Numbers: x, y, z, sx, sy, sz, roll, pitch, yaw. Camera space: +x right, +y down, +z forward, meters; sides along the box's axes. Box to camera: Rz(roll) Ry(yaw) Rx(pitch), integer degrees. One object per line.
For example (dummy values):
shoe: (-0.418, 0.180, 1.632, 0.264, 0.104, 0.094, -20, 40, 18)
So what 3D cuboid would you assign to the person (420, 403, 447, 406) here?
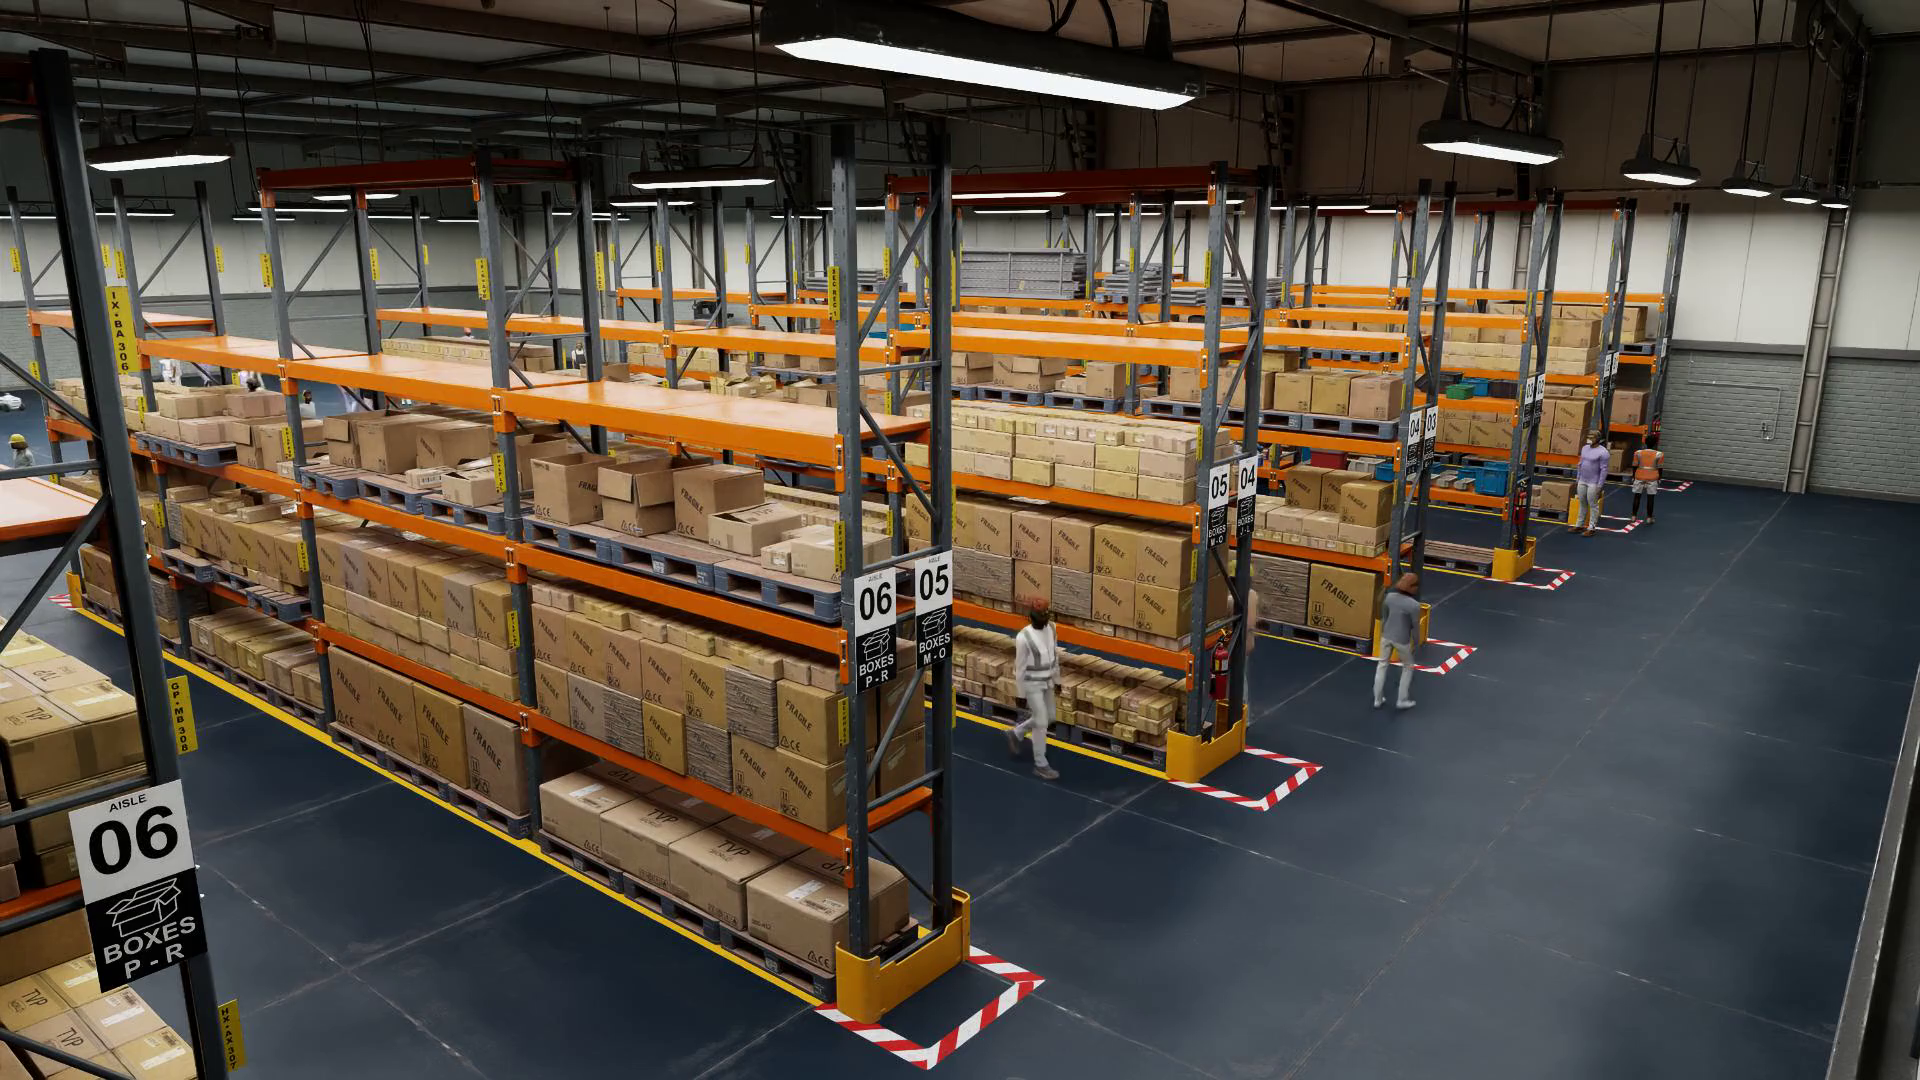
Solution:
person: (-12.553, -2.769, 30.136, 0.658, 1.870, 0.941, -11, 17, -38)

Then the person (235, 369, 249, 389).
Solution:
person: (-20.486, -4.203, 35.906, 0.407, 1.918, 0.554, -10, 17, -35)

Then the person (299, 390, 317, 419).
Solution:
person: (-15.126, -2.580, 29.361, 0.426, 1.861, 0.550, 3, 14, 13)

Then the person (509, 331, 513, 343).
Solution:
person: (-17.837, -7.482, 49.670, 0.946, 1.808, 0.629, 3, 14, 13)

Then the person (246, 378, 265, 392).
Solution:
person: (-17.936, -3.249, 32.195, 0.636, 1.819, 0.675, 4, 14, 18)

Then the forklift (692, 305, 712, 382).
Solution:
forklift: (-9.511, -7.392, 47.124, 1.873, 2.768, 1.129, 11, 17, 38)

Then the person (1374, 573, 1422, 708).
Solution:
person: (5.056, 1.165, 14.486, 0.479, 1.600, 0.500, -9, 16, -32)

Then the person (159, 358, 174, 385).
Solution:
person: (-26.006, -5.391, 41.429, 0.689, 1.617, 0.524, 12, 18, 40)

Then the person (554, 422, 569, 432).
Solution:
person: (-8.923, -2.364, 28.207, 0.392, 1.990, 0.612, 7, 15, 28)

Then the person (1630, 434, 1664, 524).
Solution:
person: (12.996, -1.152, 23.834, 0.535, 1.697, 0.318, 9, 16, 33)

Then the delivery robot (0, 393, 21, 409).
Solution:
delivery robot: (-29.569, -4.322, 39.144, 0.707, 0.478, 0.477, 6, 15, 23)

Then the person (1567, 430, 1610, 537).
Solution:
person: (11.444, -1.041, 22.872, 0.371, 1.941, 0.627, -4, 14, -17)

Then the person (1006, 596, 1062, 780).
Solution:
person: (0.757, 1.454, 12.764, 0.668, 1.866, 0.600, 11, 17, 37)

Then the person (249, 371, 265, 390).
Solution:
person: (-23.892, -5.779, 42.614, 0.545, 1.816, 0.970, 0, 14, 1)

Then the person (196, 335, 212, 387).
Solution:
person: (-26.916, -6.349, 44.813, 0.560, 1.887, 0.650, 10, 17, 35)

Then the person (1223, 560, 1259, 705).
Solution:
person: (3.032, 1.152, 13.915, 0.610, 1.906, 0.444, -12, 18, -41)

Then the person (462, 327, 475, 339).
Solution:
person: (-18.849, -7.229, 48.358, 0.632, 1.926, 0.556, 10, 17, 36)

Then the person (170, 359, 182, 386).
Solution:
person: (-25.079, -5.232, 40.253, 0.328, 1.874, 0.521, -3, 14, -13)

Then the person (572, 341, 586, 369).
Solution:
person: (-12.848, -5.800, 42.642, 0.505, 1.846, 0.346, -6, 15, -24)

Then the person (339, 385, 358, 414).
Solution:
person: (-18.079, -4.437, 37.243, 0.525, 1.755, 0.380, -2, 14, -6)

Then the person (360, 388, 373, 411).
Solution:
person: (-16.215, -3.950, 34.715, 0.611, 1.997, 0.375, -10, 17, -36)

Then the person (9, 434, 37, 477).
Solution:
person: (-17.542, -1.128, 23.634, 0.489, 1.743, 0.323, 6, 15, 23)

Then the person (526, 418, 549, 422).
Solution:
person: (-9.472, -2.330, 28.352, 0.568, 1.846, 0.865, -8, 16, -29)

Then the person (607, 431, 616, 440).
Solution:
person: (-7.842, -2.256, 27.692, 0.615, 2.022, 0.583, 4, 14, 15)

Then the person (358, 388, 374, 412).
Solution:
person: (-17.040, -4.204, 36.081, 1.005, 1.840, 0.653, -5, 14, -18)

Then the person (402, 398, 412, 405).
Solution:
person: (-17.830, -5.232, 40.222, 0.673, 1.877, 0.838, -7, 15, -25)

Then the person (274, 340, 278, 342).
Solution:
person: (-24.965, -6.773, 46.453, 0.550, 1.935, 0.375, -4, 14, -17)
